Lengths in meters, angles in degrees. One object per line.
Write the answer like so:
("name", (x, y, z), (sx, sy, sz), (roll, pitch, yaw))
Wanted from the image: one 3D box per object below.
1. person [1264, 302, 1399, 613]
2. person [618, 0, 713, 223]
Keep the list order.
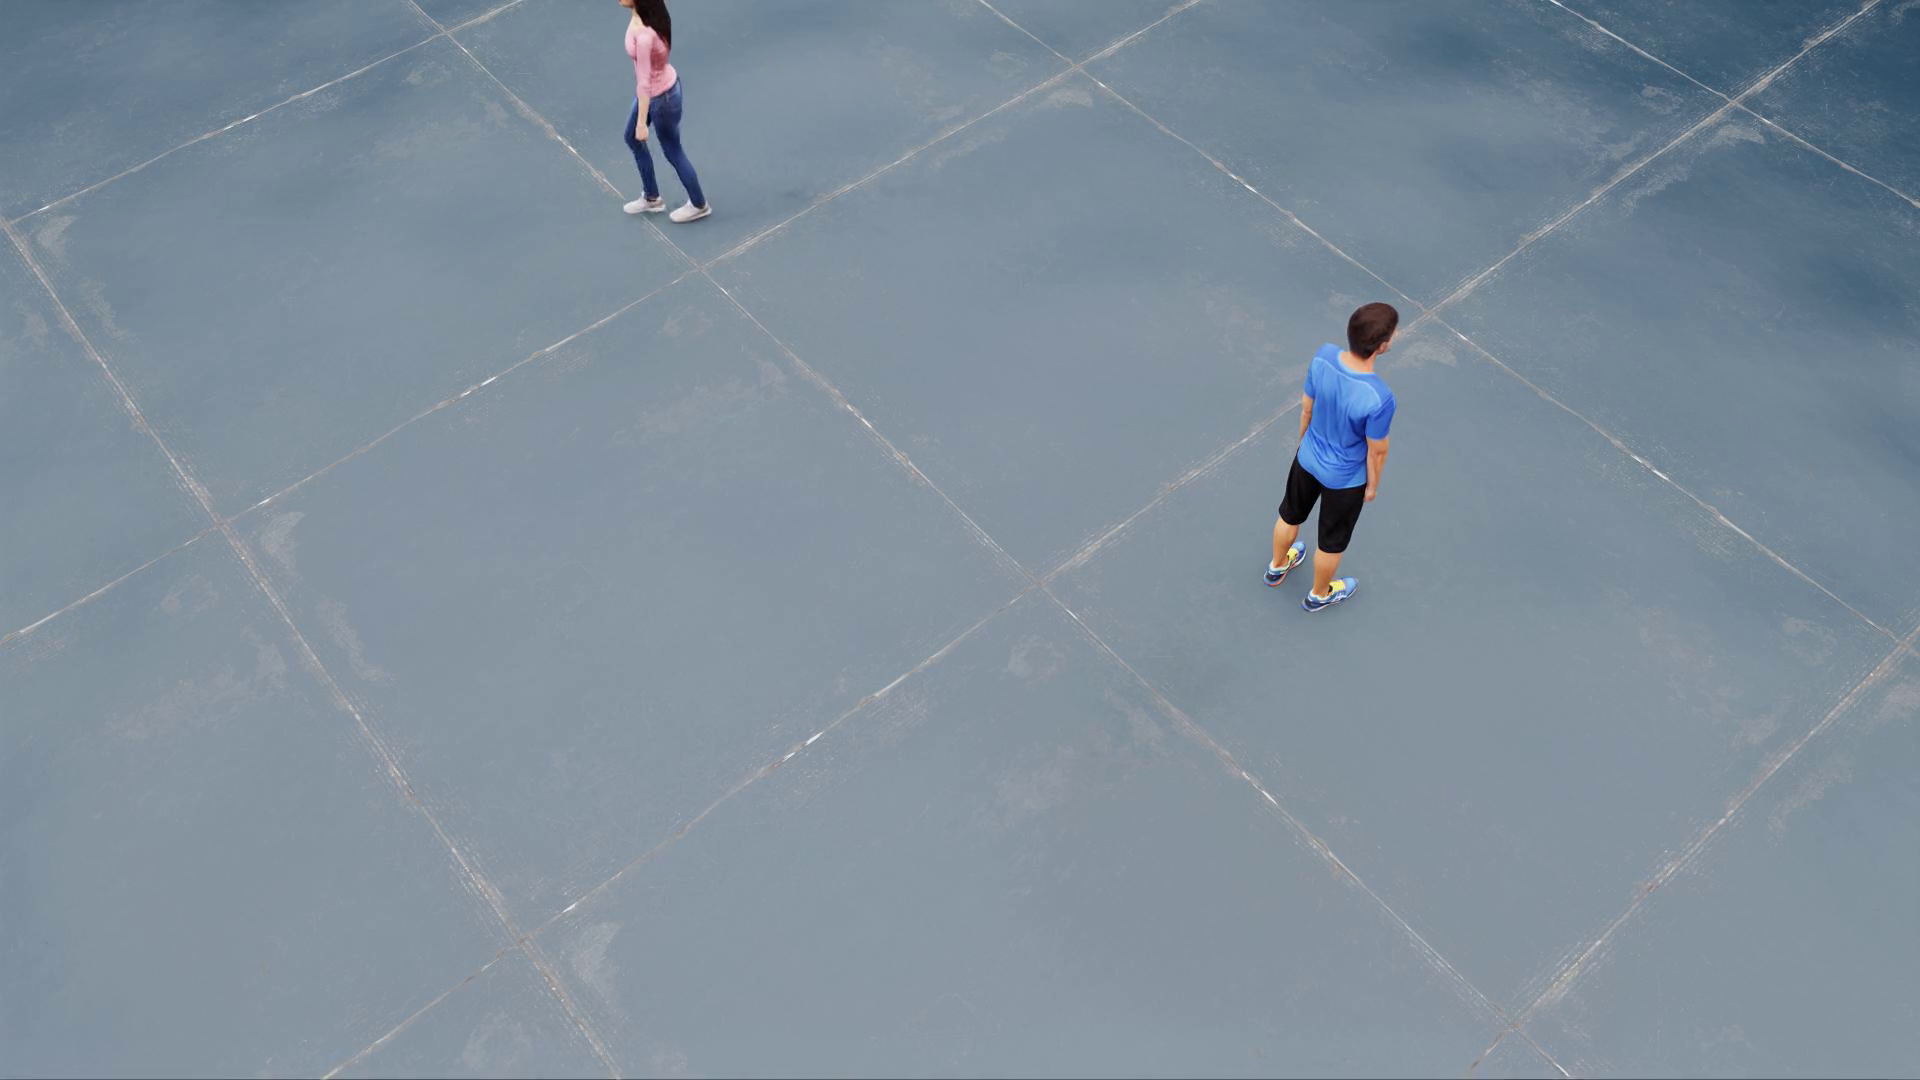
("person", (1.706, -0.352, 7.633), (0.555, 1.868, 0.606), (-35, 60, -24))
("person", (-1.620, -2.494, 9.380), (0.874, 1.729, 0.784), (-8, 53, -6))
